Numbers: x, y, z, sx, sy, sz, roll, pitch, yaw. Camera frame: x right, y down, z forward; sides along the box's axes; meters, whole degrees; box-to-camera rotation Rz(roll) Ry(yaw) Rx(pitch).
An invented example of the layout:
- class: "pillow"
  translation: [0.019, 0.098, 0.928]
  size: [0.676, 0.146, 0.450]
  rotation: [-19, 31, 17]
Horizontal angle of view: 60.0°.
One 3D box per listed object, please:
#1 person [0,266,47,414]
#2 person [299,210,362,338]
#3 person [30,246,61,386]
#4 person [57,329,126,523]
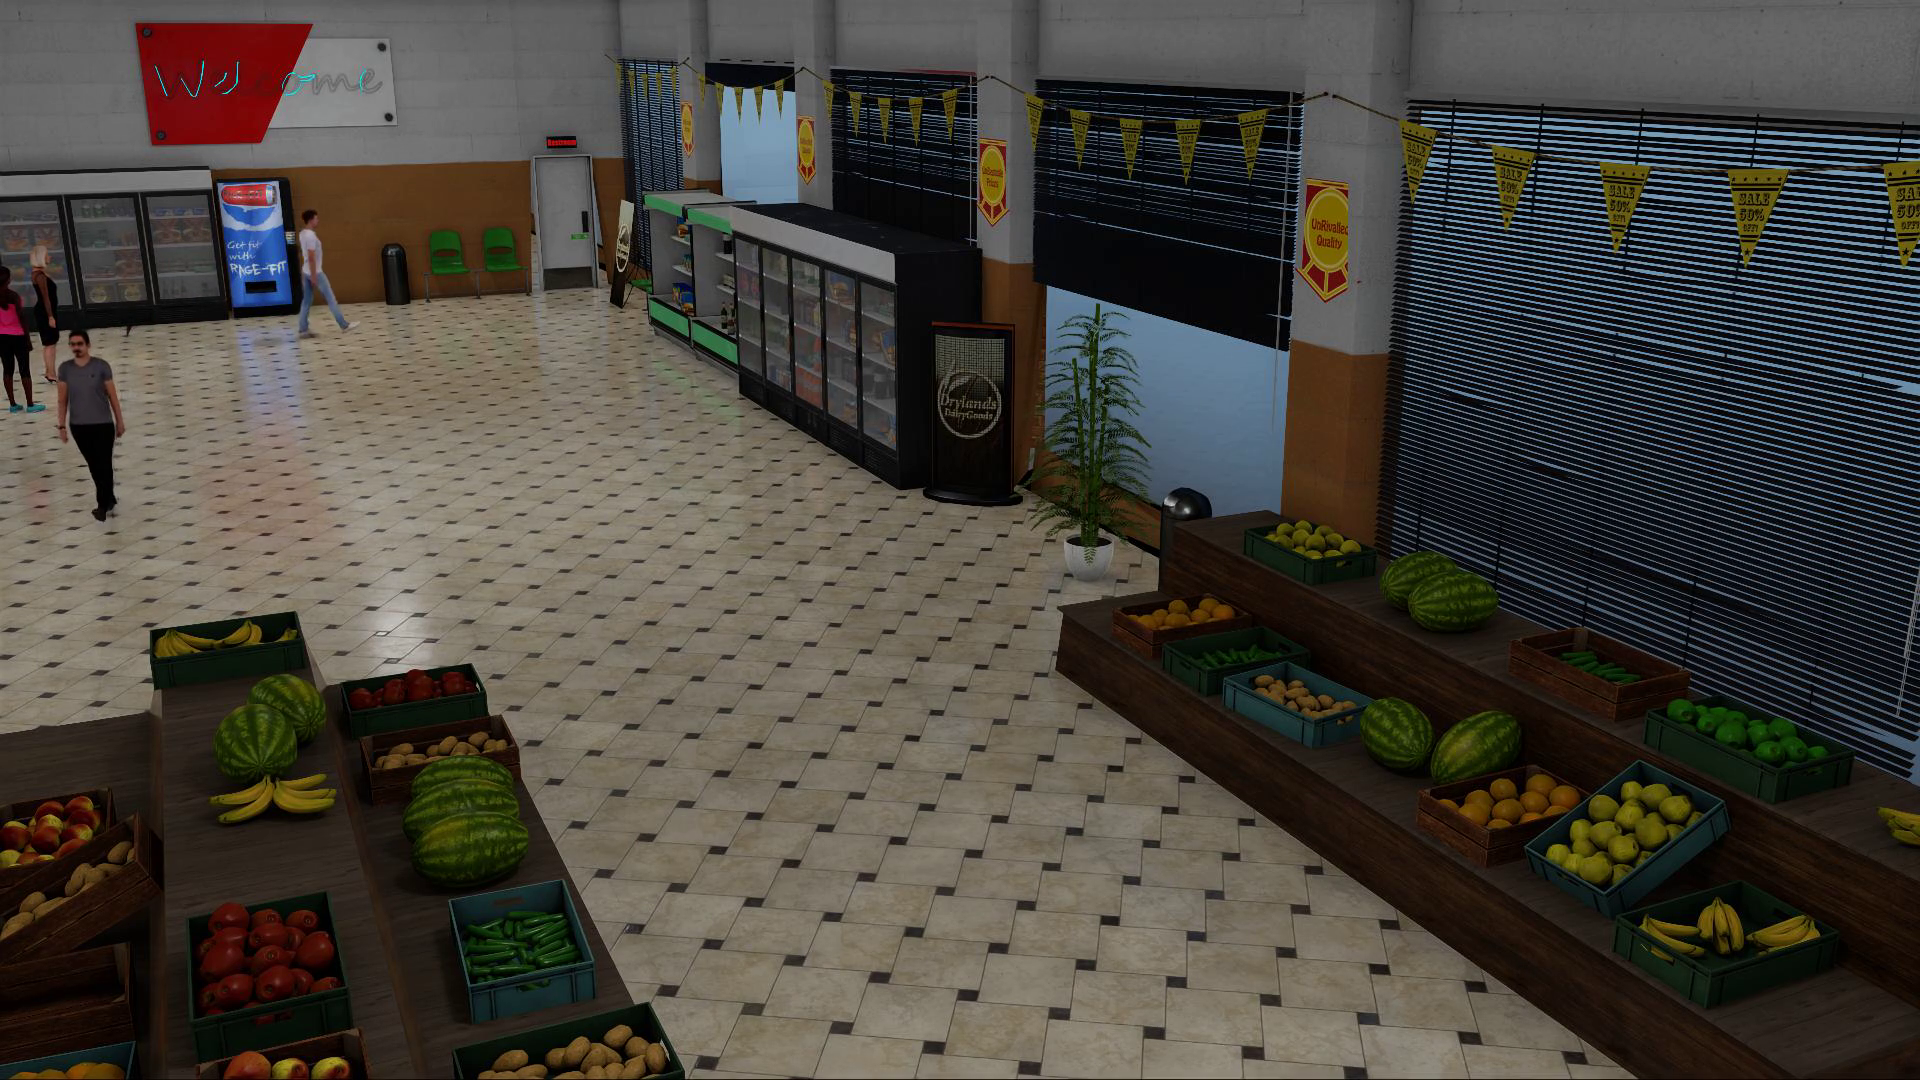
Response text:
- class: "person"
  translation: [-11.076, -2.343, 19.419]
  size: [0.655, 1.722, 0.688]
  rotation: [2, 17, 5]
- class: "person"
  translation: [-9.498, -3.846, 24.203]
  size: [0.939, 1.817, 1.102]
  rotation: [-15, 22, -40]
- class: "person"
  translation: [-11.553, -2.840, 21.020]
  size: [0.647, 1.743, 0.472]
  rotation: [-9, 19, -28]
- class: "person"
  translation: [-7.897, -1.053, 15.184]
  size: [0.864, 1.715, 1.194]
  rotation: [-2, 17, -8]
